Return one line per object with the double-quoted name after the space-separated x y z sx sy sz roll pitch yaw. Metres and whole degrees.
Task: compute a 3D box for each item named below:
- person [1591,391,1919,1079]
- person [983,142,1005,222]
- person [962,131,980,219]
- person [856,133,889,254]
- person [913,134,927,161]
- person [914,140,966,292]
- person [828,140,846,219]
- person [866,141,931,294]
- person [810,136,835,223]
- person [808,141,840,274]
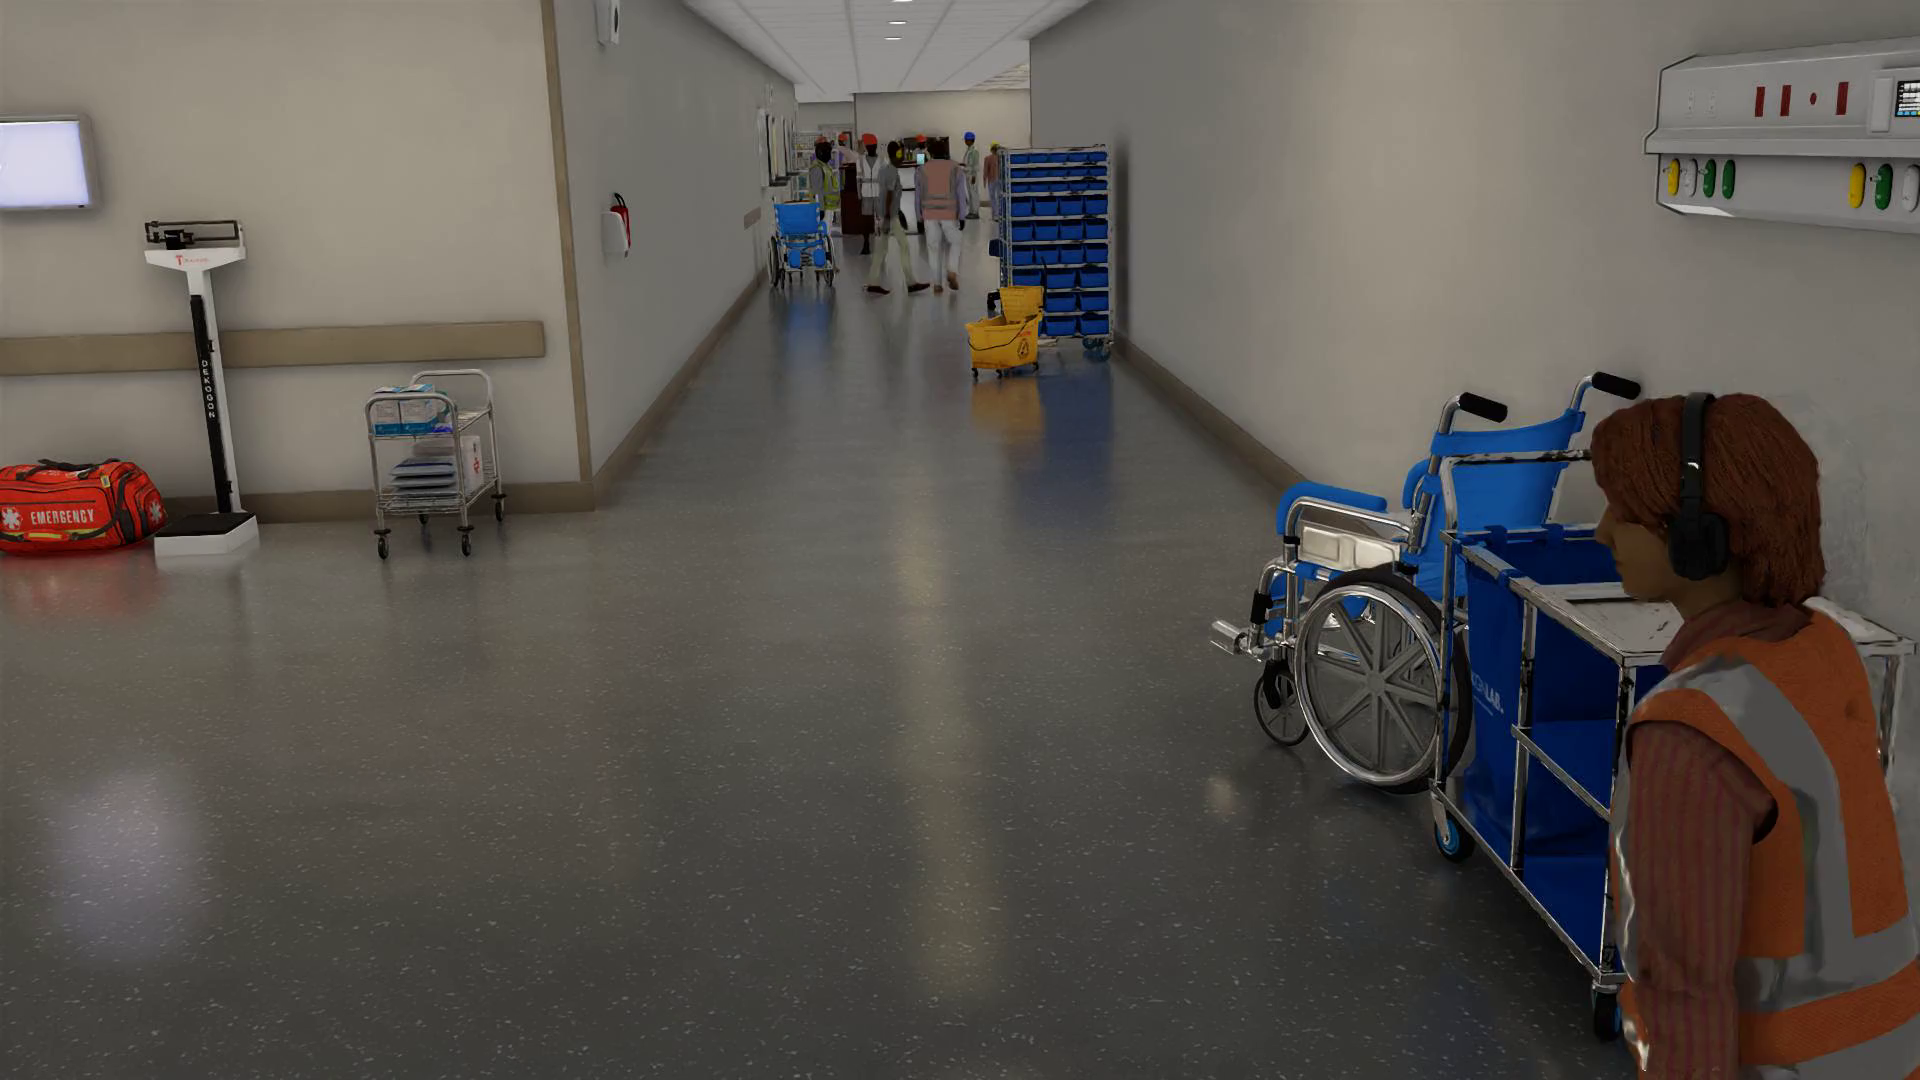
0.973 0.630 1.823 0.821 1.590 0.518 7 16 32 "person"
0.768 -7.830 36.366 0.533 1.697 0.893 -1 14 2 "person"
0.259 -8.262 37.700 0.387 1.948 0.605 -5 14 -15 "person"
-1.412 -5.625 27.086 0.547 1.939 0.376 0 14 6 "person"
-0.910 -8.919 40.590 0.549 1.928 0.389 6 16 28 "person"
-0.235 -3.908 20.136 0.634 1.823 0.430 -1 14 4 "person"
-2.927 -8.497 39.277 0.564 1.837 0.388 8 16 33 "person"
-0.772 -3.895 20.144 0.875 1.815 0.508 -7 15 -20 "person"
-3.122 -8.167 37.748 0.547 1.930 0.384 9 18 38 "person"
-1.904 -4.686 23.490 0.428 1.838 0.634 0 14 6 "person"
